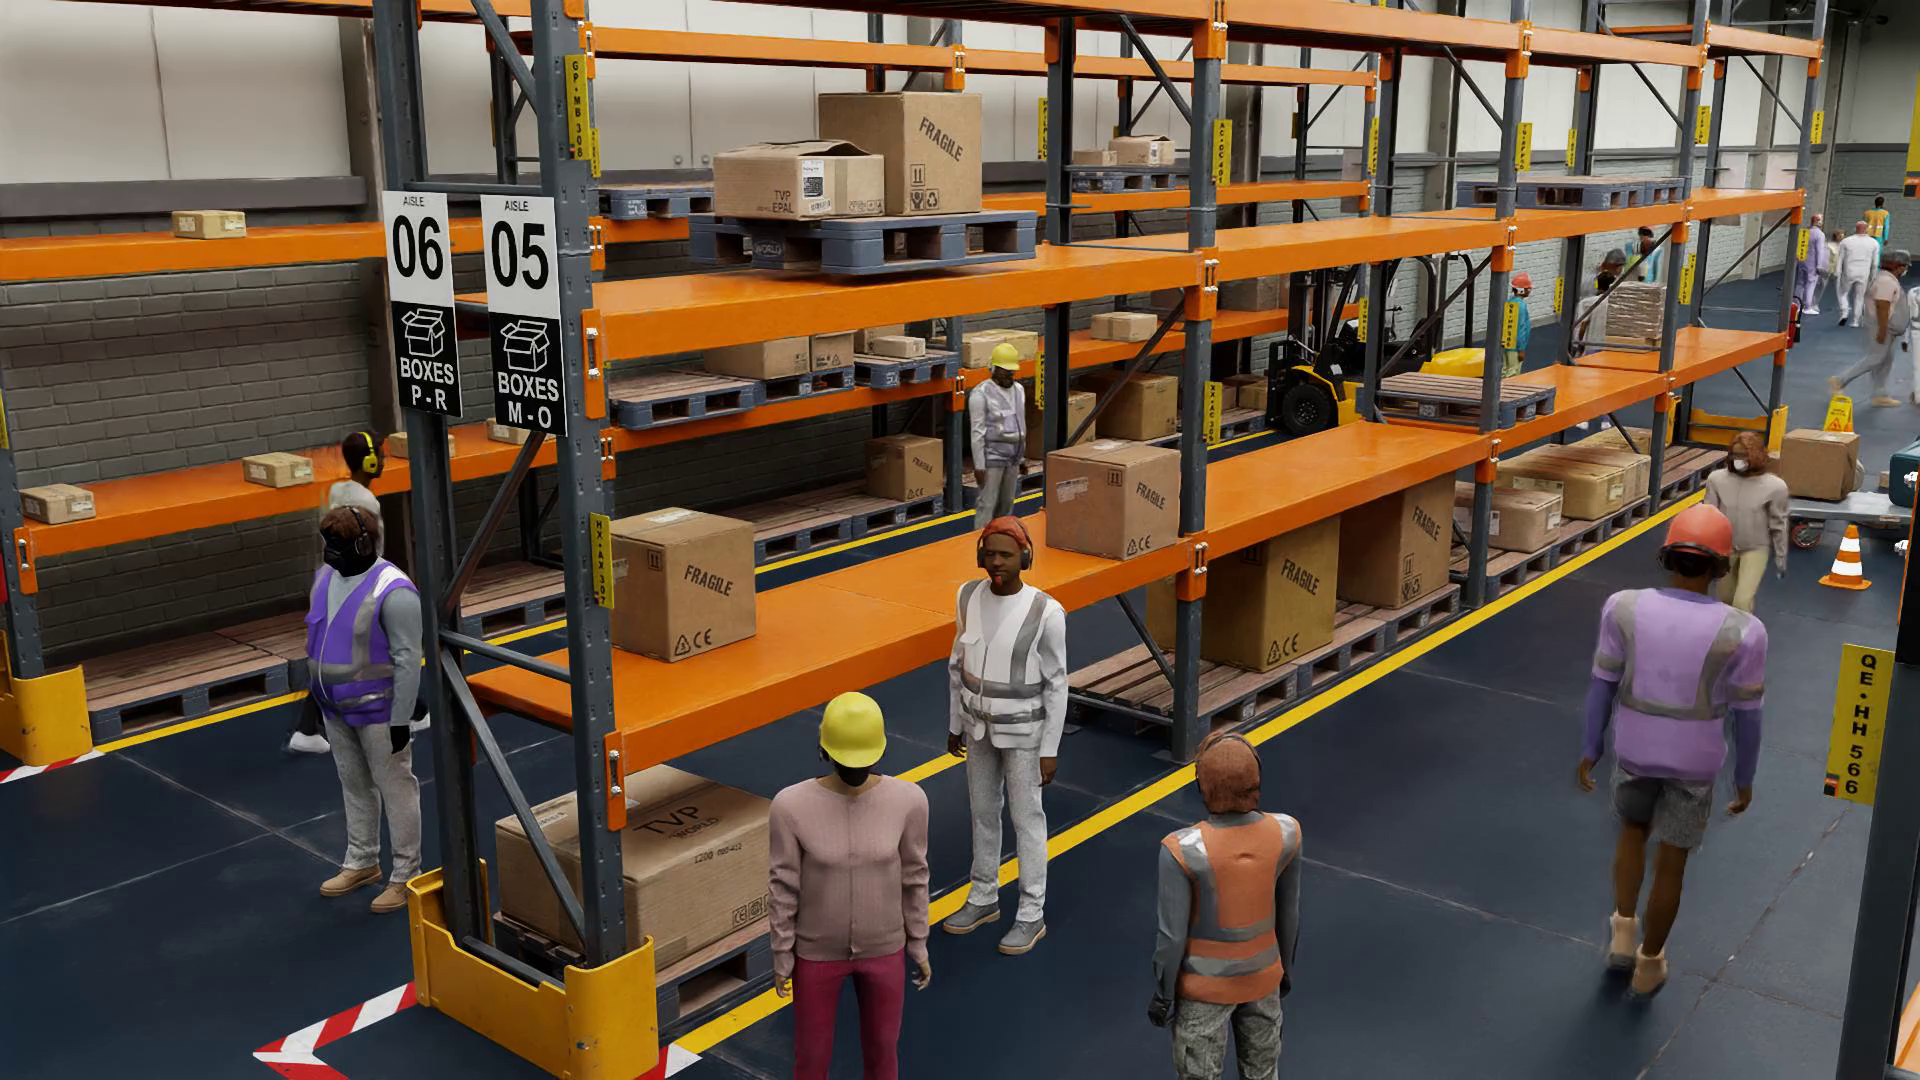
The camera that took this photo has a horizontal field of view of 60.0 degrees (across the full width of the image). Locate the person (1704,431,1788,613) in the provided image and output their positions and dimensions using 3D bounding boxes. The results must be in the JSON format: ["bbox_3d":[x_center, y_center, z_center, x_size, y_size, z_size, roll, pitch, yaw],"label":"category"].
[{"bbox_3d":[5.067,0.064,10.736,0.540,1.593,0.772,12,18,41],"label":"person"}]

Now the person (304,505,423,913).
[{"bbox_3d":[-2.667,0.747,7.439,0.627,1.844,0.429,8,16,30],"label":"person"}]

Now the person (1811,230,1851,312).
[{"bbox_3d":[16.877,-5.186,32.129,0.524,1.583,0.895,-3,14,-14],"label":"person"}]

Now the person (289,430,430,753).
[{"bbox_3d":[-3.416,0.289,9.370,0.518,1.822,0.950,10,17,36],"label":"person"}]

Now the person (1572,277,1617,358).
[{"bbox_3d":[7.937,-2.467,20.776,0.629,1.711,0.570,-3,14,-11],"label":"person"}]

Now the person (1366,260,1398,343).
[{"bbox_3d":[5.499,-2.780,21.744,0.532,1.868,0.310,-7,15,-26],"label":"person"}]

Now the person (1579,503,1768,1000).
[{"bbox_3d":[2.845,0.847,6.644,0.646,2.027,0.478,11,17,37],"label":"person"}]

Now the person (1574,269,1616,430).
[{"bbox_3d":[7.477,-2.218,19.456,0.532,1.868,0.310,3,14,11],"label":"person"}]

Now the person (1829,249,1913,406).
[{"bbox_3d":[11.644,-2.729,21.180,0.790,2.000,0.763,8,16,30],"label":"person"}]

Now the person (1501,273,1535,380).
[{"bbox_3d":[6.806,-2.379,20.343,0.327,1.753,0.561,0,14,1],"label":"person"}]

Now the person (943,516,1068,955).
[{"bbox_3d":[0.181,0.819,7.057,0.584,1.883,0.345,11,18,38],"label":"person"}]

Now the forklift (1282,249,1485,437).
[{"bbox_3d":[4.886,-2.214,18.767,2.313,2.155,1.214,11,18,38],"label":"forklift"}]

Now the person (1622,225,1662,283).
[{"bbox_3d":[11.296,-4.287,27.630,0.647,1.986,0.647,1,14,5],"label":"person"}]

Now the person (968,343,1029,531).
[{"bbox_3d":[0.326,-0.646,13.151,0.403,1.829,0.618,12,18,40],"label":"person"}]

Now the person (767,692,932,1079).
[{"bbox_3d":[-0.344,1.315,5.299,0.523,1.761,0.326,-3,14,-12],"label":"person"}]

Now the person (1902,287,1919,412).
[{"bbox_3d":[12.193,-2.570,20.954,0.582,1.852,0.943,3,14,12],"label":"person"}]

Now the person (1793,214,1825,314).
[{"bbox_3d":[16.325,-5.289,31.908,0.399,1.899,0.651,-3,14,-10],"label":"person"}]

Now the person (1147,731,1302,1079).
[{"bbox_3d":[0.831,1.395,5.223,0.523,1.636,0.311,-6,15,-22],"label":"person"}]

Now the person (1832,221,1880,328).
[{"bbox_3d":[15.943,-4.724,29.636,0.719,1.885,0.442,4,14,17],"label":"person"}]

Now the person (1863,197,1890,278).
[{"bbox_3d":[21.825,-7.214,39.691,0.390,1.920,0.587,-12,18,-41],"label":"person"}]

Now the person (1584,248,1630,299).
[{"bbox_3d":[8.256,-2.804,21.487,1.026,2.000,0.692,0,14,0],"label":"person"}]
